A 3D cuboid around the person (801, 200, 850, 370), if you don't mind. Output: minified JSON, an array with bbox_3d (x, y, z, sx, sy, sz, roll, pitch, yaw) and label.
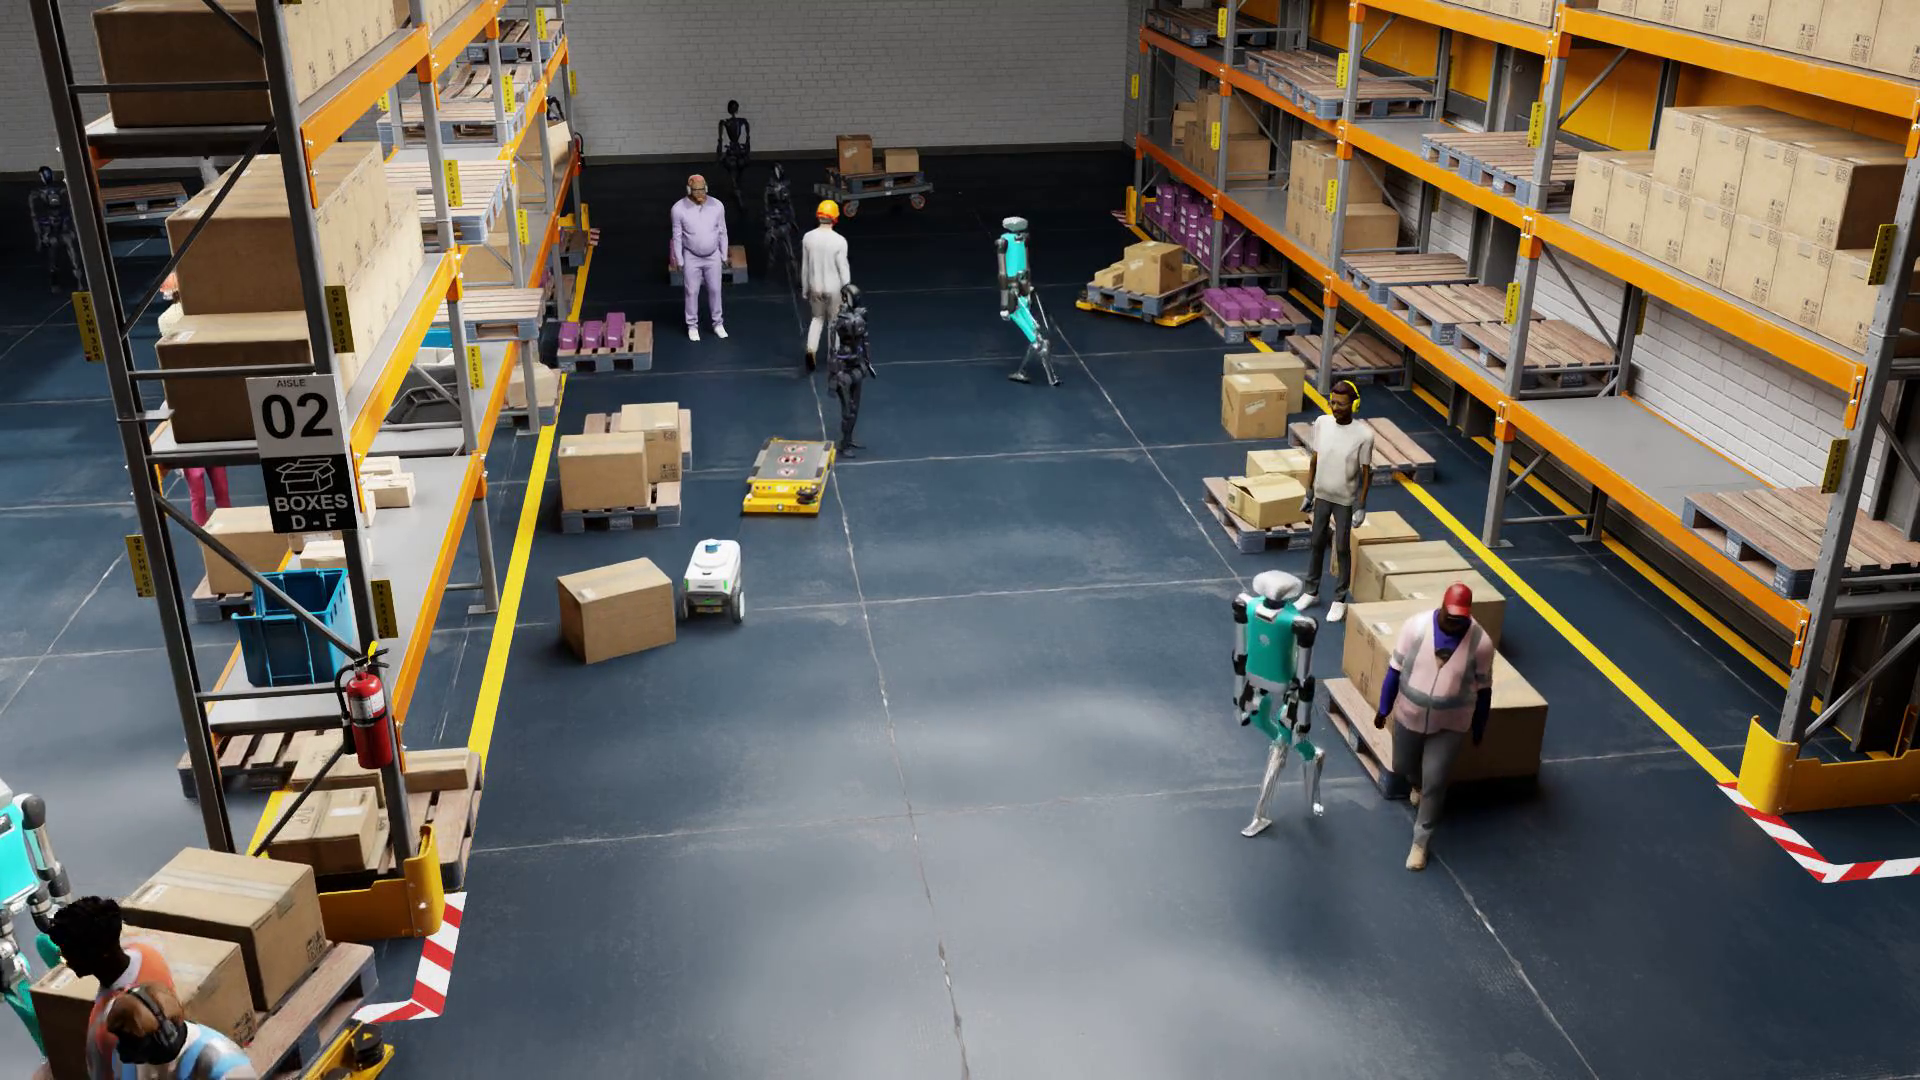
[{"bbox_3d":[-1.454,-2.689,17.803,0.588,1.877,0.532,6,25,14],"label":"person"}]

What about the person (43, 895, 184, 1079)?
[{"bbox_3d":[-3.170,2.188,6.639,0.933,1.929,0.641,-4,24,-8],"label":"person"}]

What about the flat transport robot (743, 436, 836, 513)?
[{"bbox_3d":[-1.527,-0.594,15.032,0.659,0.231,1.431,1,24,2],"label":"flat transport robot"}]

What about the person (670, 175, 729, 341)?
[{"bbox_3d":[-2.949,-3.223,19.000,0.643,1.900,0.402,-10,25,-21],"label":"person"}]

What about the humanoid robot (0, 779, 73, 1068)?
[{"bbox_3d":[-4.101,1.918,7.501,0.669,1.809,0.542,12,26,25],"label":"humanoid robot"}]

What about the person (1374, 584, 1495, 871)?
[{"bbox_3d":[2.737,0.992,9.603,0.615,1.726,0.722,11,26,24],"label":"person"}]

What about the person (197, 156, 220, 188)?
[{"bbox_3d":[-11.592,-6.026,25.497,0.451,1.816,0.678,-17,29,-34],"label":"person"}]

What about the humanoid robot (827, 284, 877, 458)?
[{"bbox_3d":[-1.039,-1.615,15.605,0.371,1.646,0.615,16,28,32],"label":"humanoid robot"}]

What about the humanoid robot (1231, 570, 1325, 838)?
[{"bbox_3d":[1.963,0.947,9.782,0.534,1.825,0.828,21,31,39],"label":"humanoid robot"}]

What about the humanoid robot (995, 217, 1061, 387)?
[{"bbox_3d":[0.759,-2.413,17.490,0.777,1.897,0.550,16,28,32],"label":"humanoid robot"}]

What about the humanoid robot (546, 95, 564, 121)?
[{"bbox_3d":[-6.691,-6.716,27.238,0.623,1.626,0.503,1,24,3],"label":"humanoid robot"}]

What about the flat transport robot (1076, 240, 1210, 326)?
[{"bbox_3d":[2.185,-2.855,20.182,1.431,0.231,0.659,18,29,35],"label":"flat transport robot"}]

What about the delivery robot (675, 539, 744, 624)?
[{"bbox_3d":[-1.881,0.297,12.648,0.499,0.596,0.775,0,24,0],"label":"delivery robot"}]

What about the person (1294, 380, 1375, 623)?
[{"bbox_3d":[2.782,-0.294,12.357,0.514,1.873,0.328,18,30,35],"label":"person"}]

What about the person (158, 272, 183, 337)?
[{"bbox_3d":[-7.310,-1.698,15.757,0.913,1.695,0.579,11,26,23],"label":"person"}]

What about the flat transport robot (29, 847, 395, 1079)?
[{"bbox_3d":[-3.530,2.510,7.961,1.431,0.231,0.659,5,24,12],"label":"flat transport robot"}]

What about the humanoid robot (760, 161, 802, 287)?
[{"bbox_3d":[-2.277,-3.995,21.069,0.694,1.624,0.603,15,28,31],"label":"humanoid robot"}]

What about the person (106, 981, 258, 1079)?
[{"bbox_3d":[-2.906,2.398,6.334,0.652,1.797,0.908,11,26,23],"label":"person"}]

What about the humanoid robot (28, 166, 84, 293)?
[{"bbox_3d":[-11.283,-3.850,20.758,0.766,1.637,0.583,21,31,39],"label":"humanoid robot"}]

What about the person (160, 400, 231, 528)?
[{"bbox_3d":[-6.166,-0.674,13.527,0.299,1.622,0.505,16,28,32],"label":"person"}]

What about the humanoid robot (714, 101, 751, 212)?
[{"bbox_3d":[-3.469,-5.864,25.337,0.599,1.627,0.769,-16,29,-33],"label":"humanoid robot"}]
